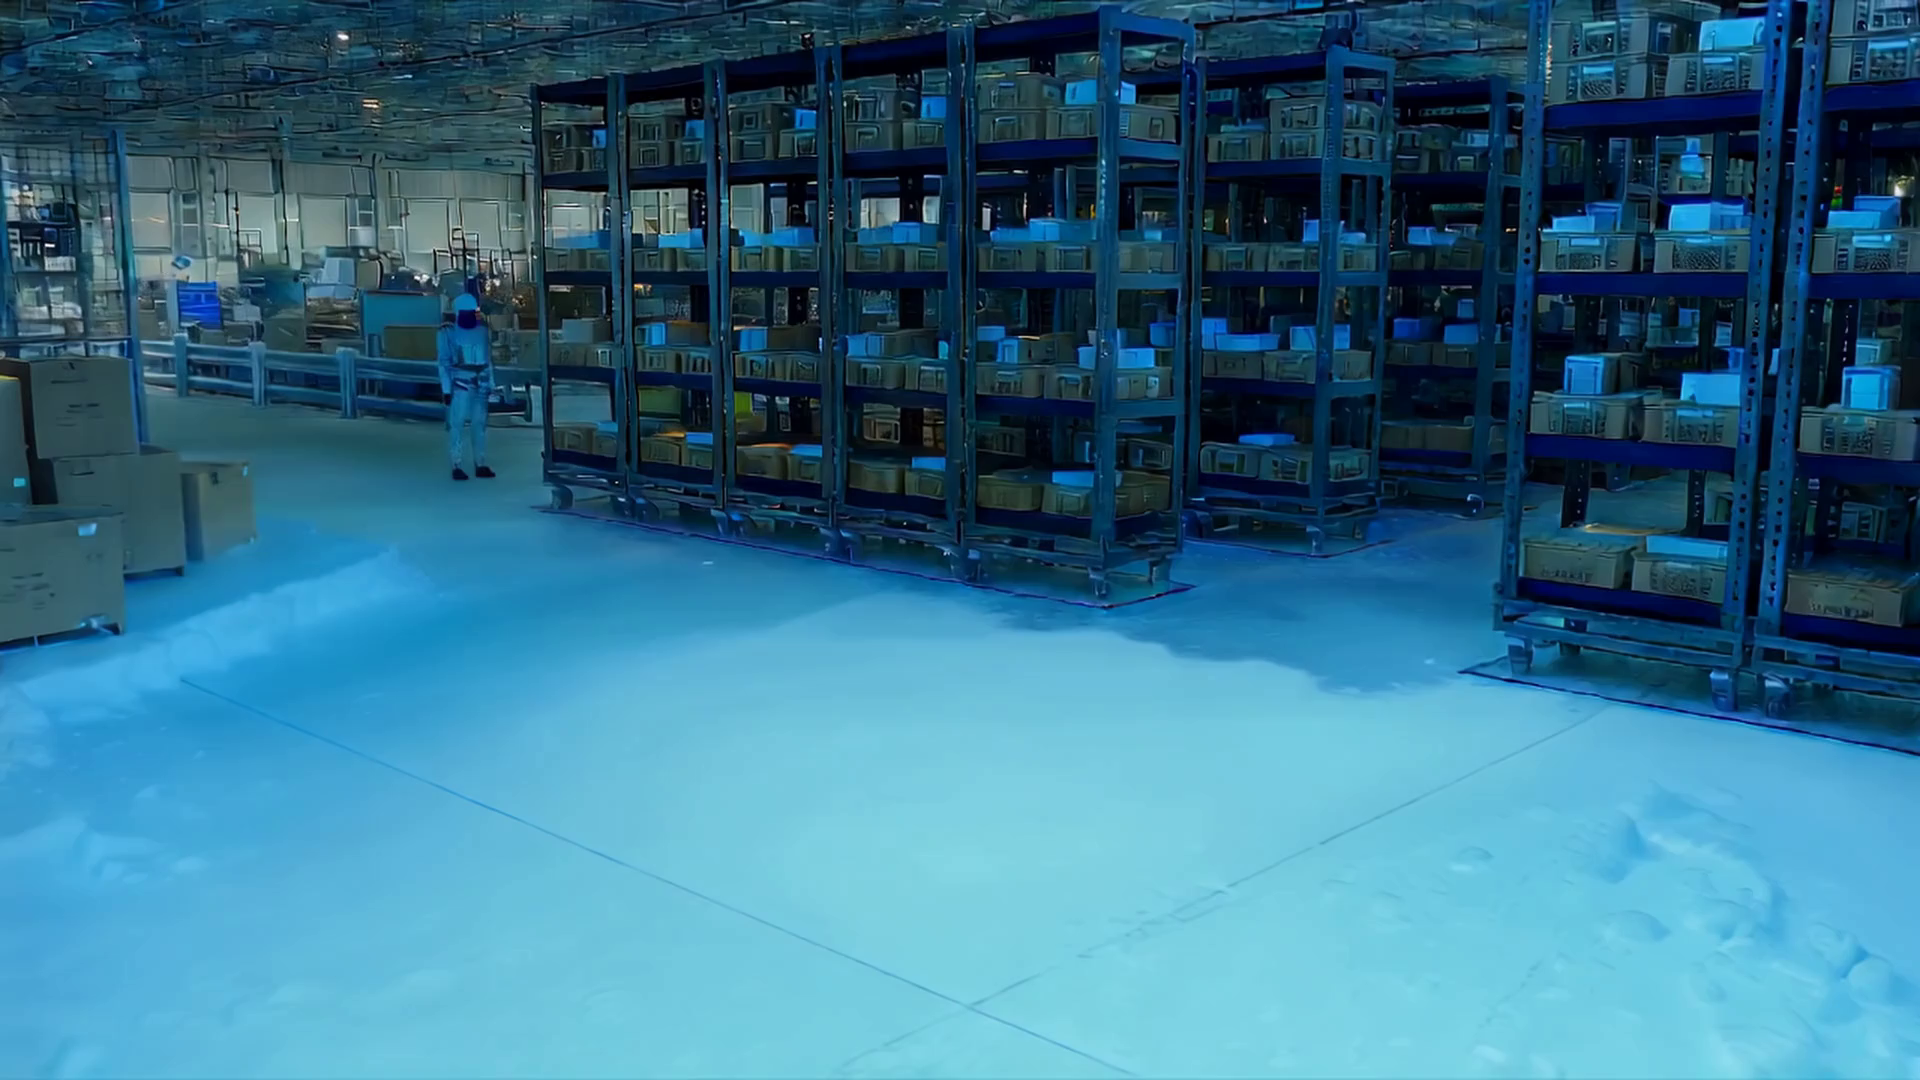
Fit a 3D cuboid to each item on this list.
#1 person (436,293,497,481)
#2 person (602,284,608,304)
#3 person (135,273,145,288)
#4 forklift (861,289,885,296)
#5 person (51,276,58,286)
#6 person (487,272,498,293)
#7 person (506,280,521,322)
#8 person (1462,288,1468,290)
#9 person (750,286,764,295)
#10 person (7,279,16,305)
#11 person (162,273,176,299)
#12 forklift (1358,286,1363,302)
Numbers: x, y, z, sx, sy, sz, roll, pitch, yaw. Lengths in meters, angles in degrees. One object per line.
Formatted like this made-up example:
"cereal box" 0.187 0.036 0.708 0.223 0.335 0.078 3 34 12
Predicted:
"person" -4.830 -1.505 16.377 0.404 1.830 0.603 8 13 42
"person" -12.981 -8.737 60.981 0.373 1.756 0.529 -3 10 -15
"person" -32.511 -9.594 65.763 0.584 1.898 0.518 -2 10 -13
"forklift" -4.087 -11.394 73.804 1.873 2.768 1.129 9 13 43
"person" -40.104 -10.893 73.910 0.429 1.844 0.625 9 13 43
"person" -23.279 -12.397 82.959 0.757 1.901 0.592 7 11 36
"person" -15.590 -8.244 58.182 0.575 1.663 0.605 -5 10 -28
"person" 16.881 -7.871 55.887 0.542 1.674 0.742 -8 12 -41
"person" -8.535 -10.266 69.456 0.682 2.000 0.536 -7 11 -36
"person" -41.364 -10.703 72.450 0.455 1.936 0.642 -8 12 -40
"person" -27.434 -8.258 57.540 0.564 1.906 0.798 5 11 29
"forklift" 11.100 -7.017 46.970 1.873 2.768 1.129 9 13 43
